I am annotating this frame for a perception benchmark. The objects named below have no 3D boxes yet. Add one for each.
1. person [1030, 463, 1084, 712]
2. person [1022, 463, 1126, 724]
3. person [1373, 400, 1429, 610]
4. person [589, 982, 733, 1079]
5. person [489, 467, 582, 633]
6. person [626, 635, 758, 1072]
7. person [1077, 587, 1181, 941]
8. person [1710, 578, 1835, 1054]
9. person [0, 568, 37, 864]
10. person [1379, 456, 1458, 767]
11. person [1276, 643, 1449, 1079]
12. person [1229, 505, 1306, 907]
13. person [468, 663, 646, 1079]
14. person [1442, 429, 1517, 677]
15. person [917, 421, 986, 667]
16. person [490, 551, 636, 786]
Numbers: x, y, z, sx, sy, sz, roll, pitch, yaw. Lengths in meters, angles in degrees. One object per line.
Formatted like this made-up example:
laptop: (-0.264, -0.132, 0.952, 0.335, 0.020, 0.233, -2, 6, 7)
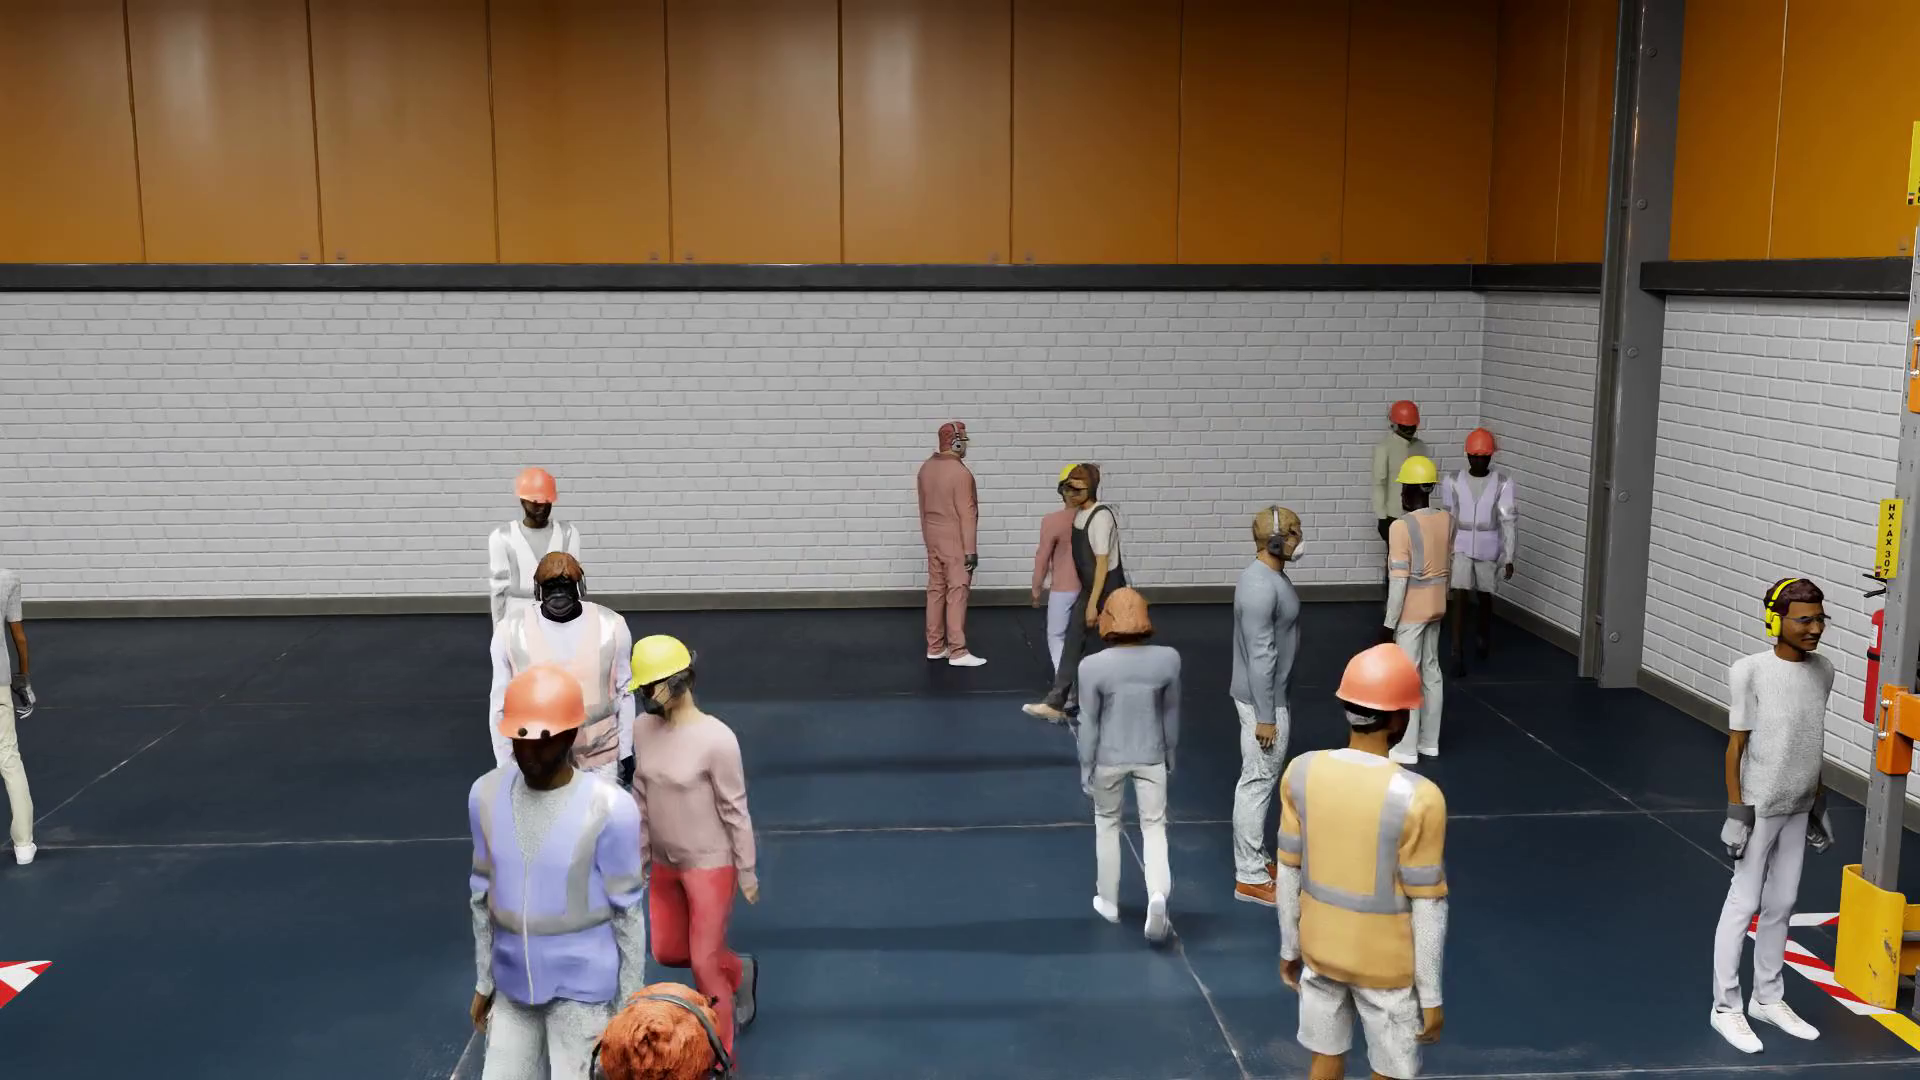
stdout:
person: (0.769, 0.337, 11.535, 0.551, 1.741, 0.420, -5, 10, -29)
person: (0.849, 0.375, 11.126, 0.965, 1.787, 0.521, -3, 10, -19)
person: (3.840, -0.231, 14.370, 0.654, 1.973, 0.463, -6, 11, -32)
person: (-0.486, 1.659, 2.871, 0.577, 1.865, 0.421, 1, 9, 7)
person: (-2.552, 0.495, 10.007, 0.553, 1.920, 0.609, -4, 10, -26)
person: (-0.944, 1.181, 6.250, 0.547, 1.731, 0.624, 7, 11, 36)
person: (0.782, 1.021, 7.615, 0.498, 1.609, 0.661, -1, 9, -5)
person: (3.226, 1.068, 6.549, 0.509, 1.872, 0.329, -4, 10, -21)
person: (-5.007, 0.766, 8.457, 0.534, 1.864, 0.313, -8, 12, -43)
person: (2.813, 0.439, 10.325, 0.600, 1.925, 0.378, -7, 12, -39)
person: (1.190, 1.274, 5.081, 0.601, 1.931, 0.489, 8, 12, 43)
person: (1.496, 0.789, 8.082, 0.362, 1.938, 0.636, 2, 9, 13)
person: (-1.180, 1.283, 5.003, 0.550, 1.927, 0.565, 3, 9, 16)
person: (3.998, 0.063, 12.847, 0.565, 1.883, 1.013, 3, 10, 19)
person: (-0.051, 0.032, 12.946, 0.405, 1.907, 0.659, -6, 11, -34)
person: (-1.742, 0.954, 7.352, 0.633, 1.841, 0.429, -3, 10, -18)
